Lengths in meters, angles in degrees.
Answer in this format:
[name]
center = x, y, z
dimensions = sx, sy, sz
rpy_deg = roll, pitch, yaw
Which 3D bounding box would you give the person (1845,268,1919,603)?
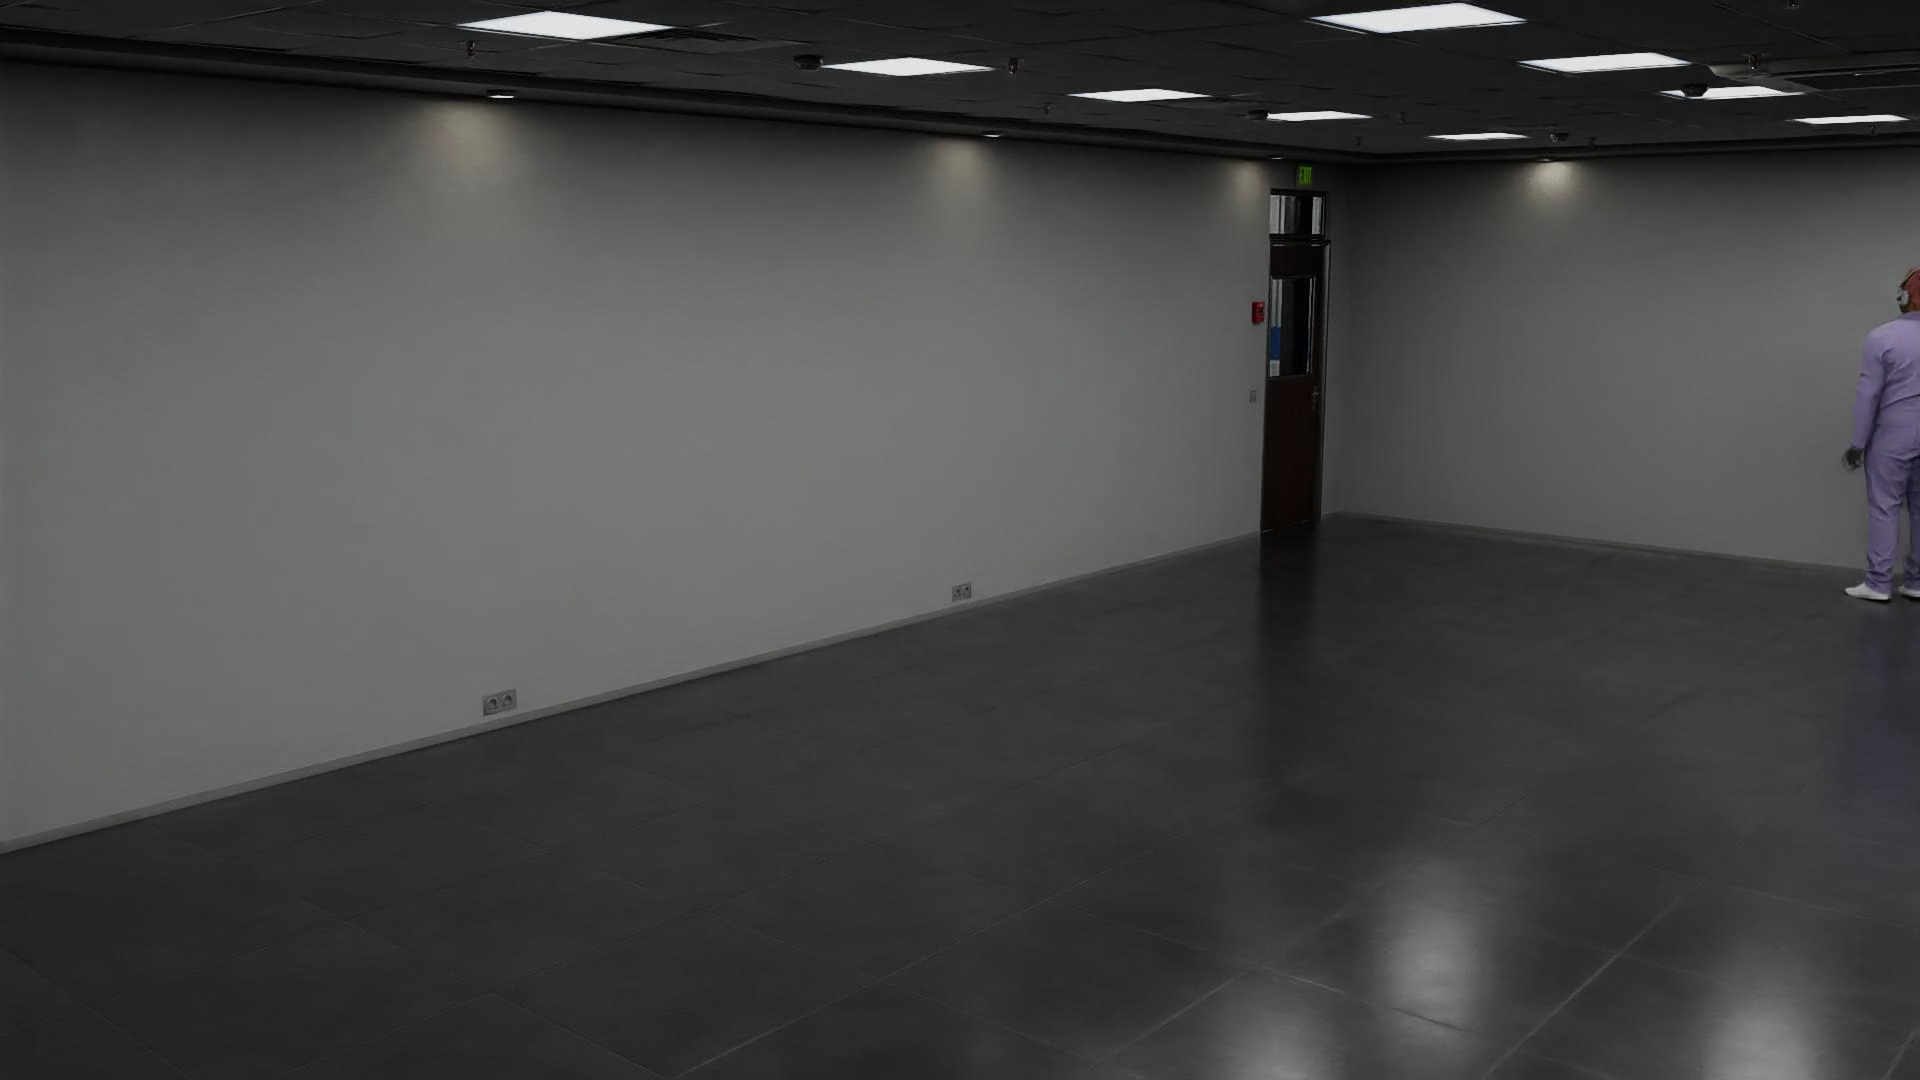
[person]
center = 5.387, -0.584, 9.468
dimensions = 0.649, 1.905, 0.406
rpy_deg = 0, 10, -2
